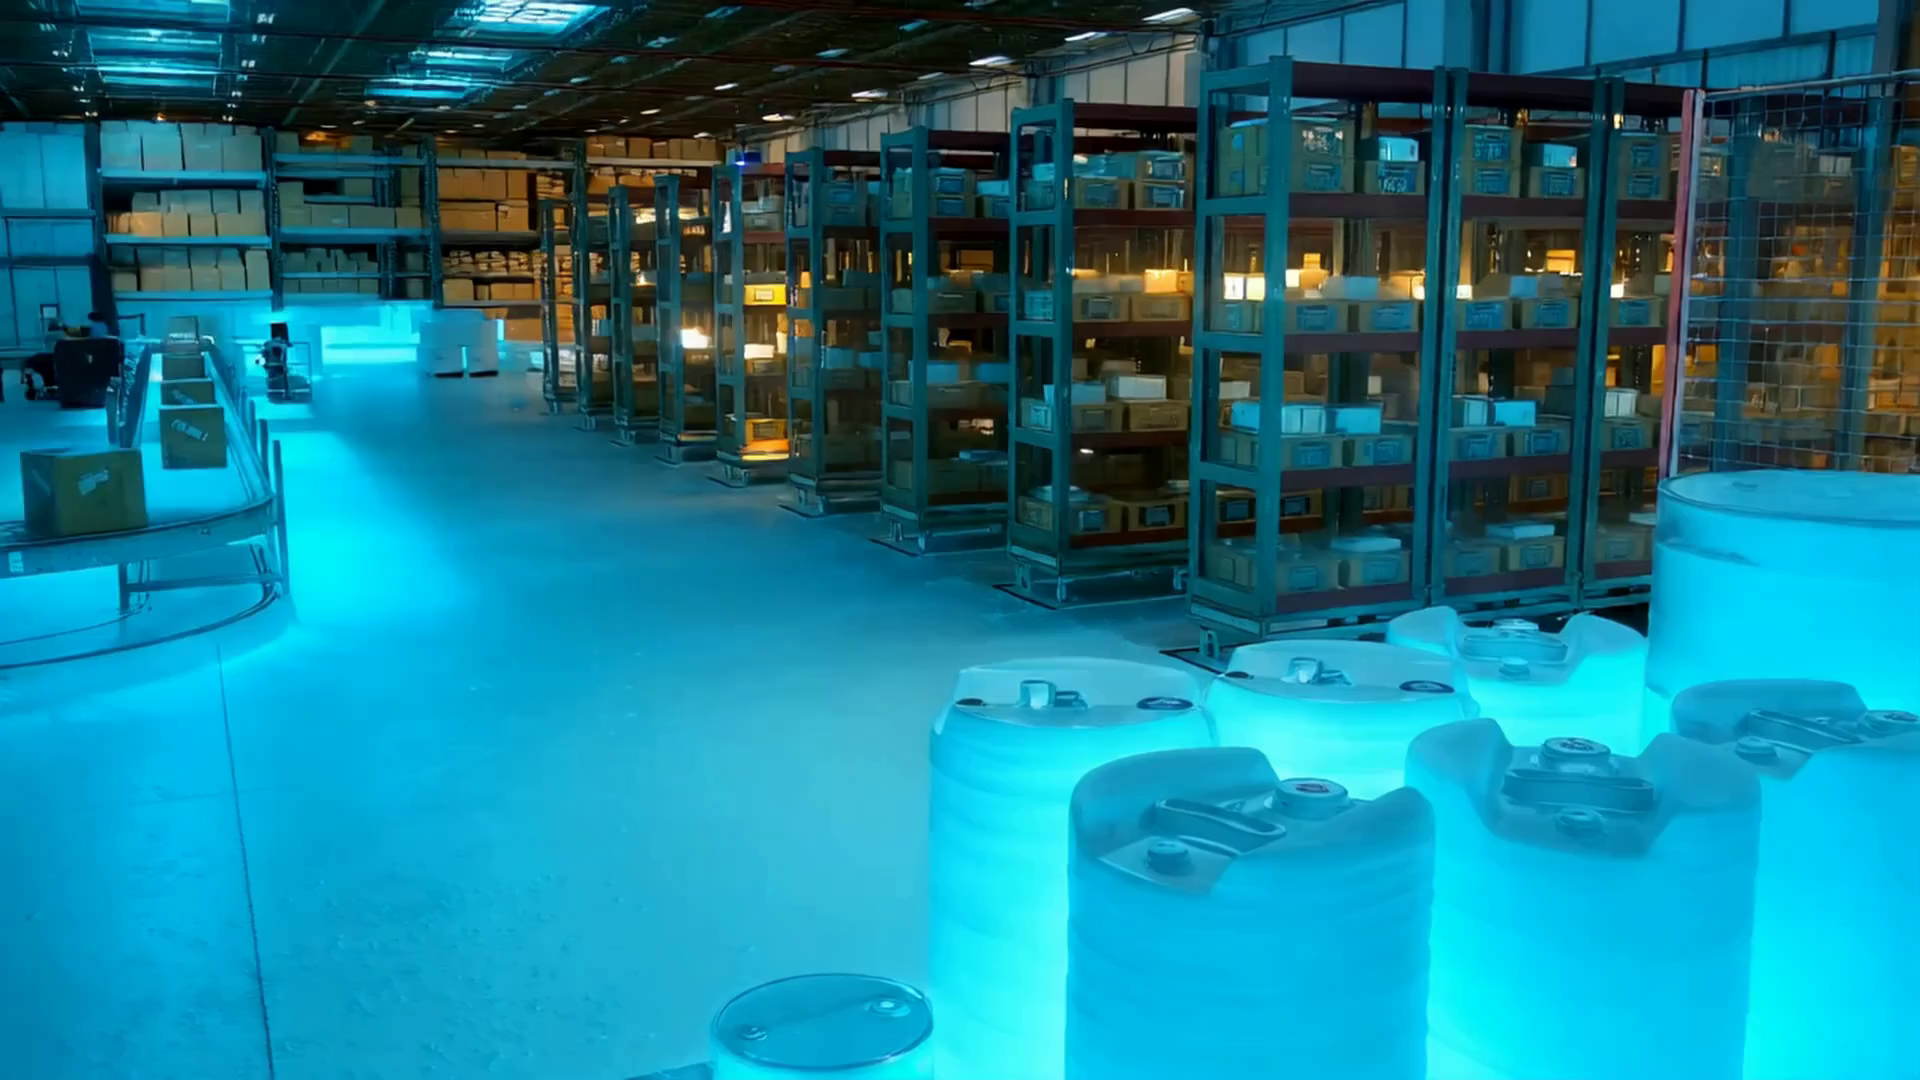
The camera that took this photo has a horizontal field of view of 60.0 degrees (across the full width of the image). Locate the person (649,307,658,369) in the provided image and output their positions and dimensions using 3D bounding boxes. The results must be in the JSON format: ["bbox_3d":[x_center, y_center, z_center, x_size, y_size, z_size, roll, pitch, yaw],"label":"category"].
[{"bbox_3d":[-5.683,-3.518,31.031,0.897,1.873,0.649,-8,12,-40],"label":"person"}]

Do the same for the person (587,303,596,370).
[{"bbox_3d":[-9.045,-5.085,40.665,0.415,1.910,0.654,1,9,6],"label":"person"}]

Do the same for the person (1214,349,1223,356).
[{"bbox_3d":[3.551,-2.114,22.567,0.574,1.802,0.943,-3,9,-15],"label":"person"}]

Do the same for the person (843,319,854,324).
[{"bbox_3d":[-3.002,-5.531,43.997,0.590,1.713,0.471,-1,9,-5],"label":"person"}]

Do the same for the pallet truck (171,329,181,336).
[{"bbox_3d":[-17.275,-3.851,35.096,1.601,1.201,0.680,0,9,1],"label":"pallet truck"}]

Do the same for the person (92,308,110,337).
[{"bbox_3d":[-19.180,-4.358,37.064,0.658,1.609,0.505,1,9,8],"label":"person"}]

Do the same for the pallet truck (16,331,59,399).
[{"bbox_3d":[-17.082,-3.353,31.781,1.630,1.274,0.653,-4,10,-25],"label":"pallet truck"}]

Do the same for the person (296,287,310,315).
[{"bbox_3d":[-21.056,-7.126,53.288,0.514,1.919,0.546,-5,10,-29],"label":"person"}]

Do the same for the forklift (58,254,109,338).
[{"bbox_3d":[-20.500,-5.404,39.615,1.873,2.768,1.129,-4,10,-26],"label":"forklift"}]
